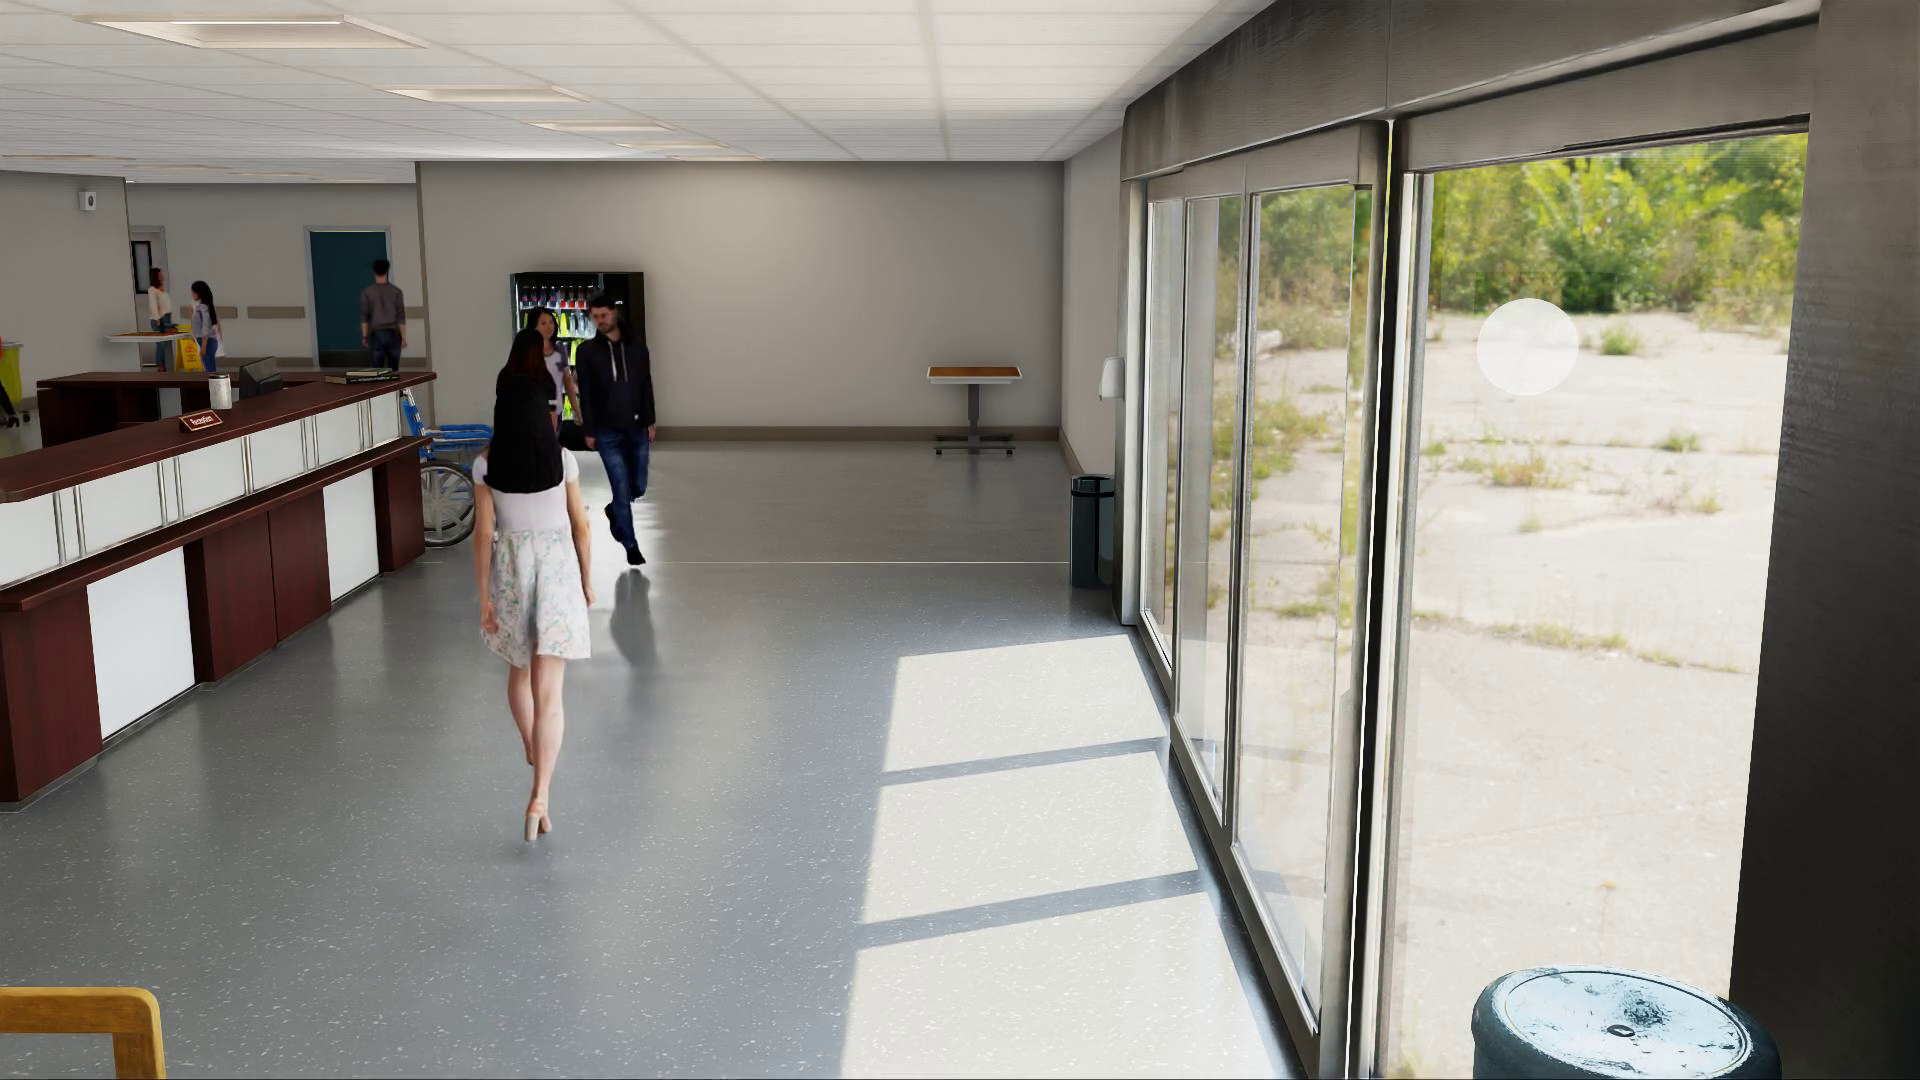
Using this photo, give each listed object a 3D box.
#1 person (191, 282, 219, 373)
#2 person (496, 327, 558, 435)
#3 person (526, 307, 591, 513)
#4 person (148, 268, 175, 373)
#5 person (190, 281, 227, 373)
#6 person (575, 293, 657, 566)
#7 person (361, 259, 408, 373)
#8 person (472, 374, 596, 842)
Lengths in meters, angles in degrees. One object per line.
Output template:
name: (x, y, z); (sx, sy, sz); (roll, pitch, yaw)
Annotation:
person: (-9.482, -2.445, 20.982); (0.644, 1.632, 0.671); (-5, 12, -23)
person: (-3.023, -0.634, 11.493); (0.851, 1.611, 0.716); (1, 11, 3)
person: (-3.333, -0.976, 13.178); (1.168, 1.655, 1.017); (8, 13, 35)
person: (-12.403, -3.393, 25.812); (0.535, 1.693, 0.623); (-1, 11, -5)
person: (-10.727, -2.902, 23.645); (0.820, 1.537, 0.861); (-8, 14, -38)
person: (-2.382, -0.759, 11.499); (1.100, 1.856, 1.056); (-7, 13, -31)
person: (-7.142, -2.512, 20.655); (1.019, 1.885, 0.929); (-3, 11, -17)
person: (-1.611, 0.287, 6.348); (1.154, 1.720, 0.796); (-2, 11, -9)
